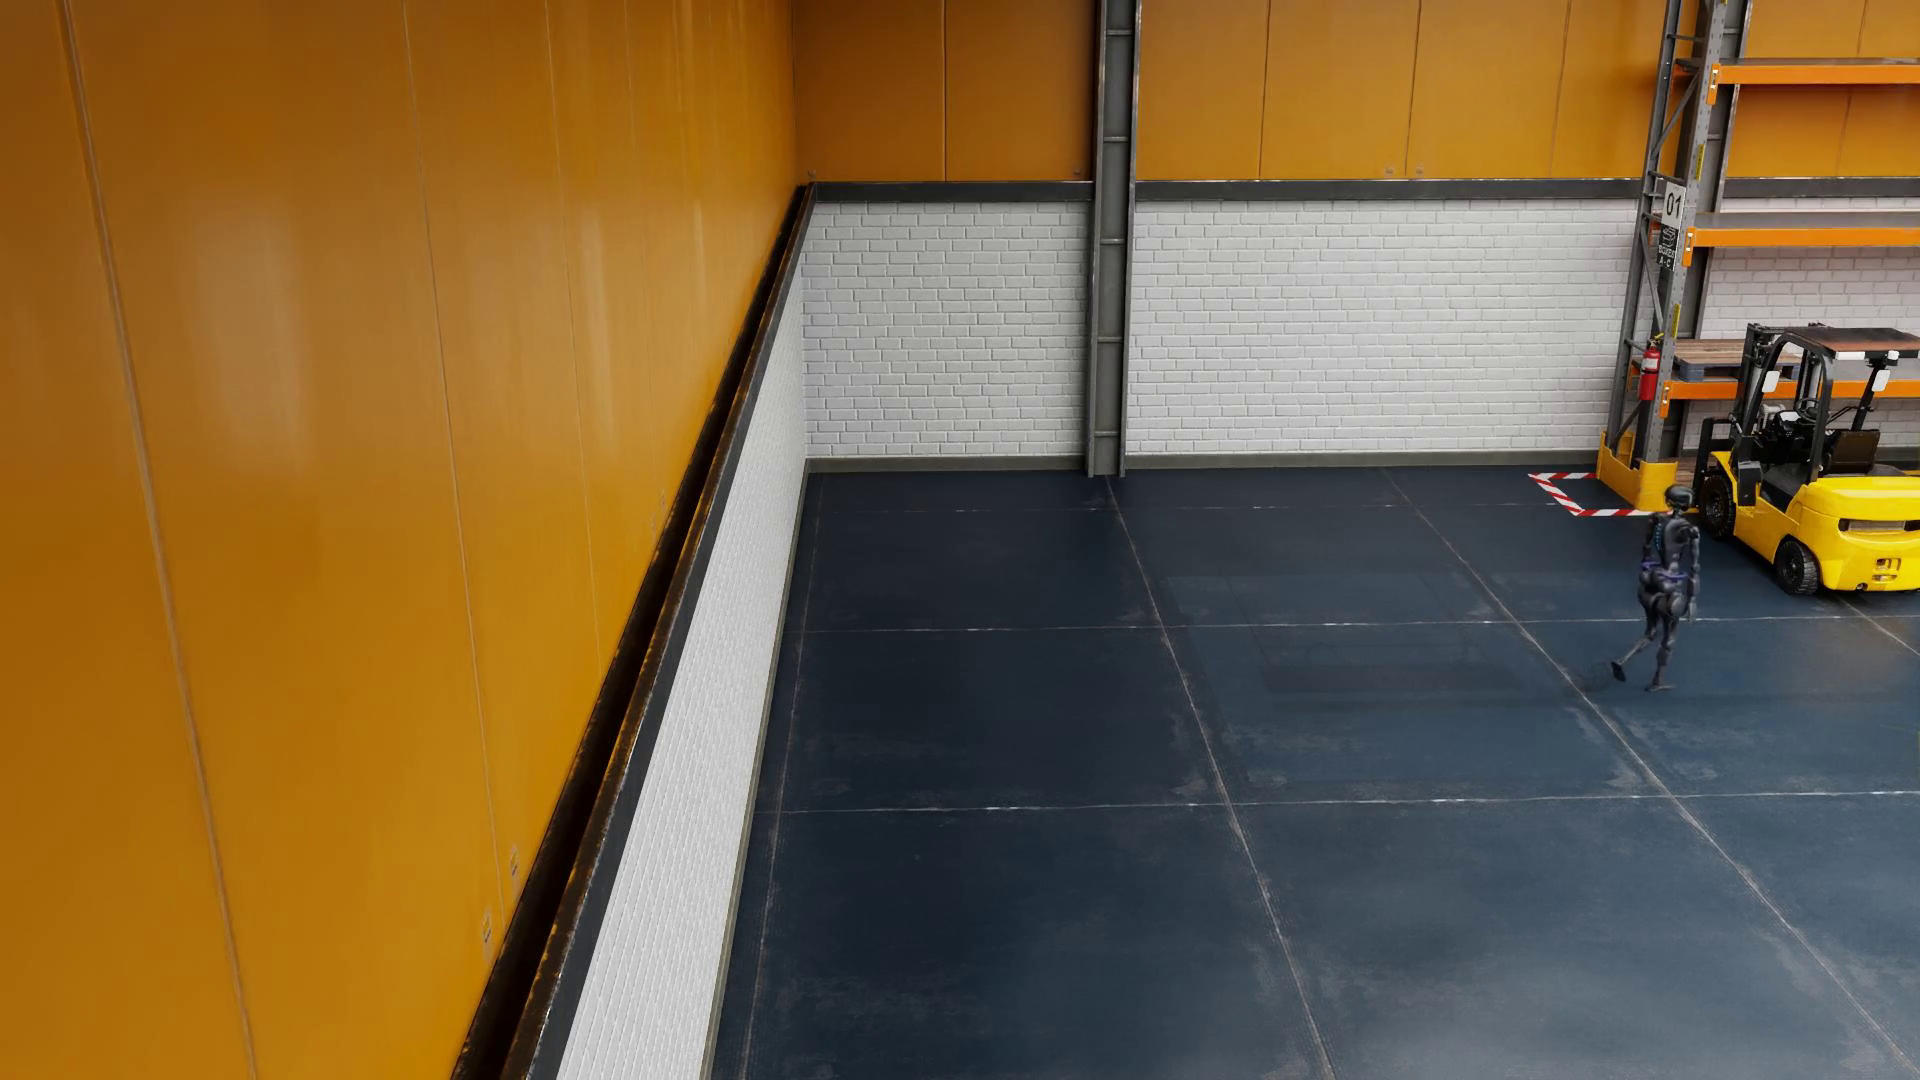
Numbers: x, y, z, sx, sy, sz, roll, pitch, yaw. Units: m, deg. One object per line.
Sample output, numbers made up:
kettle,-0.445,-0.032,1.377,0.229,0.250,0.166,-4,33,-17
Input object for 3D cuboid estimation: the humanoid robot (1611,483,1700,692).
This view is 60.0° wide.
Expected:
humanoid robot,5.273,0.366,12.521,0.443,1.643,0.593,-7,21,-18

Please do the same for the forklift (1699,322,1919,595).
forklift,7.809,-0.792,14.926,1.214,2.155,2.313,-1,20,-2
